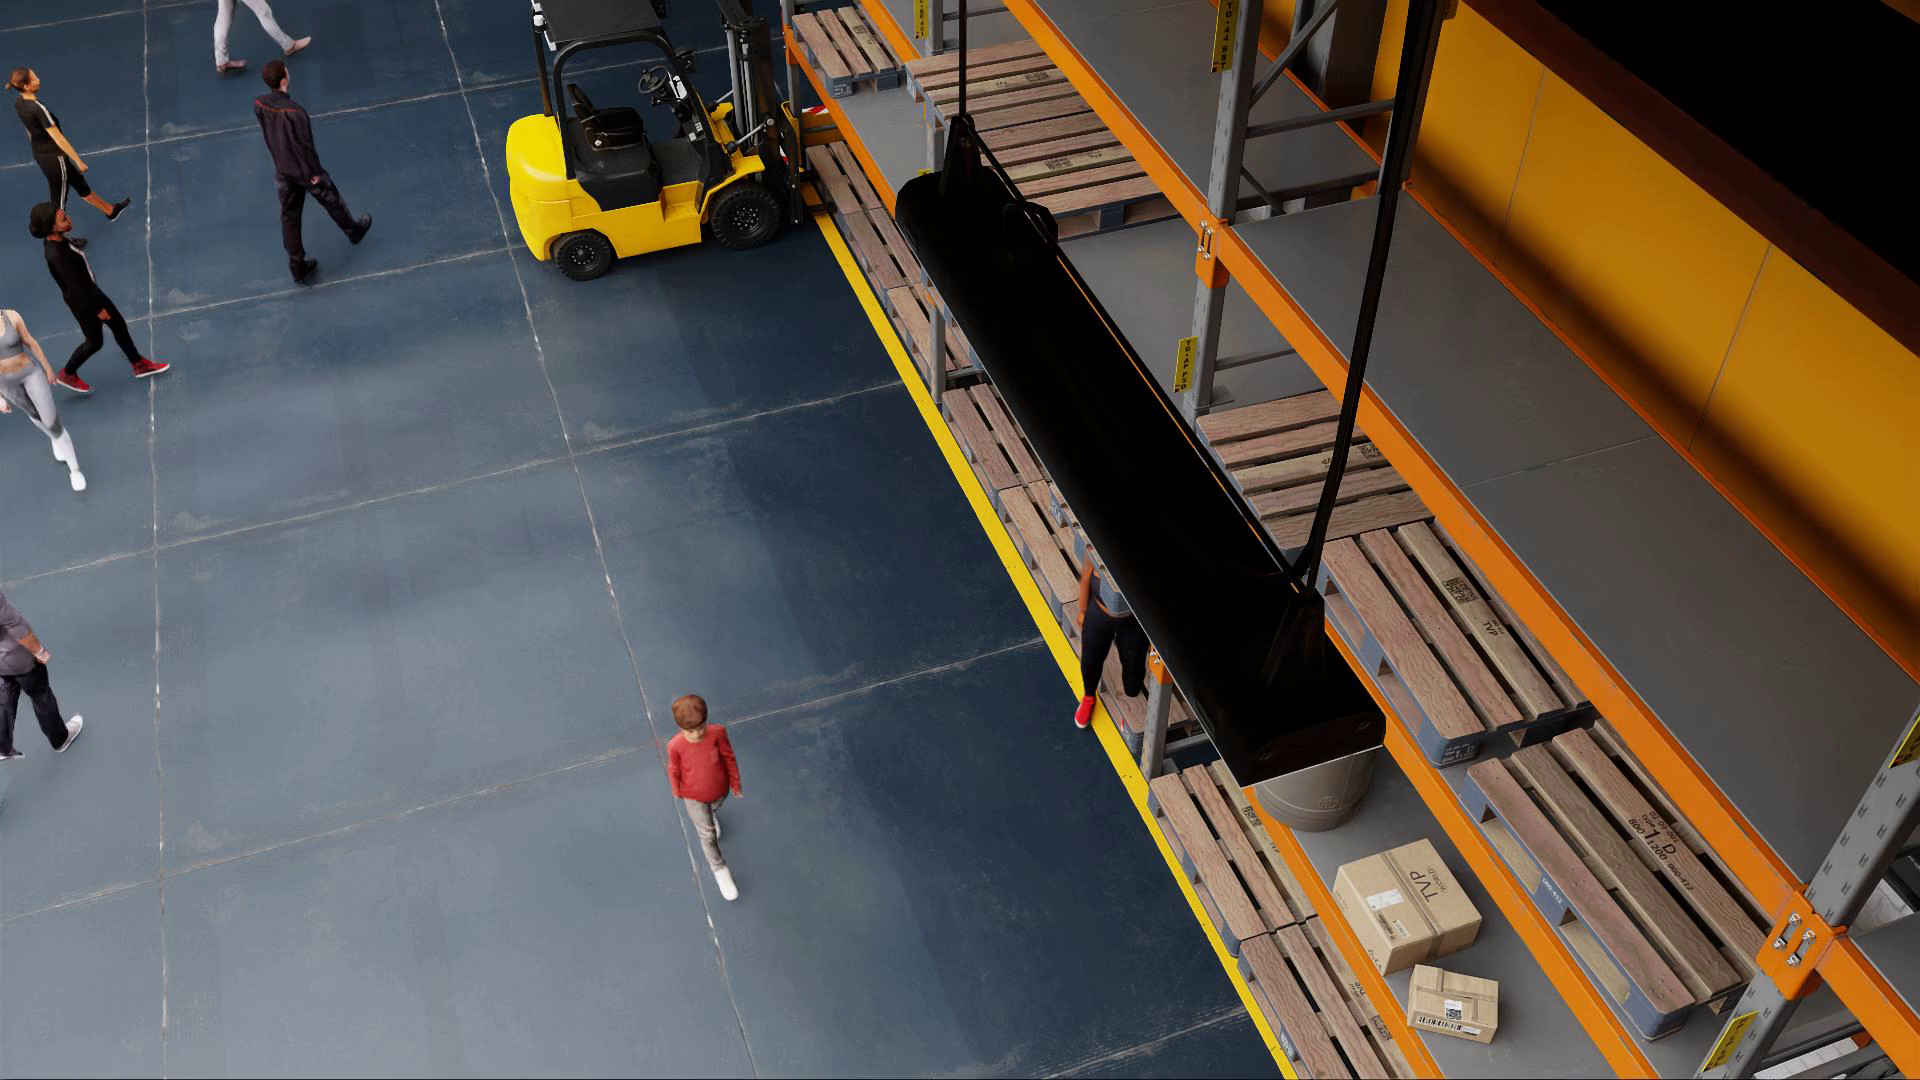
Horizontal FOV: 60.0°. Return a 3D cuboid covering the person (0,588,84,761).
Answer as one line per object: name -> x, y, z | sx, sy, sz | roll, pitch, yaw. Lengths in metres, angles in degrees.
person -> -5.776, 0.711, 9.939 | 0.879, 1.837, 0.958 | 6, 44, 7

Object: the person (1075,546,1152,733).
person -> 0.971, 0.469, 10.209 | 0.766, 1.816, 0.789 | 8, 44, 8

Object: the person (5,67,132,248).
person -> -7.826, -3.213, 14.203 | 1.037, 1.637, 0.937 | 33, 53, 30

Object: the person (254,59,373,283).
person -> -5.556, -3.034, 13.852 | 1.159, 1.862, 1.299 | 12, 45, 13

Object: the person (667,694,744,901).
person -> -1.482, 1.359, 9.586 | 0.580, 1.386, 0.945 | -17, 46, -17

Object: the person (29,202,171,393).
person -> -6.766, -1.801, 12.715 | 0.649, 1.645, 0.957 | -14, 45, -14

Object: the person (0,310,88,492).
person -> -6.832, -1.194, 12.068 | 0.671, 1.660, 1.060 | -21, 47, -20

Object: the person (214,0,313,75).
person -> -7.282, -5.495, 16.449 | 1.066, 1.843, 1.262 | -32, 52, -29
